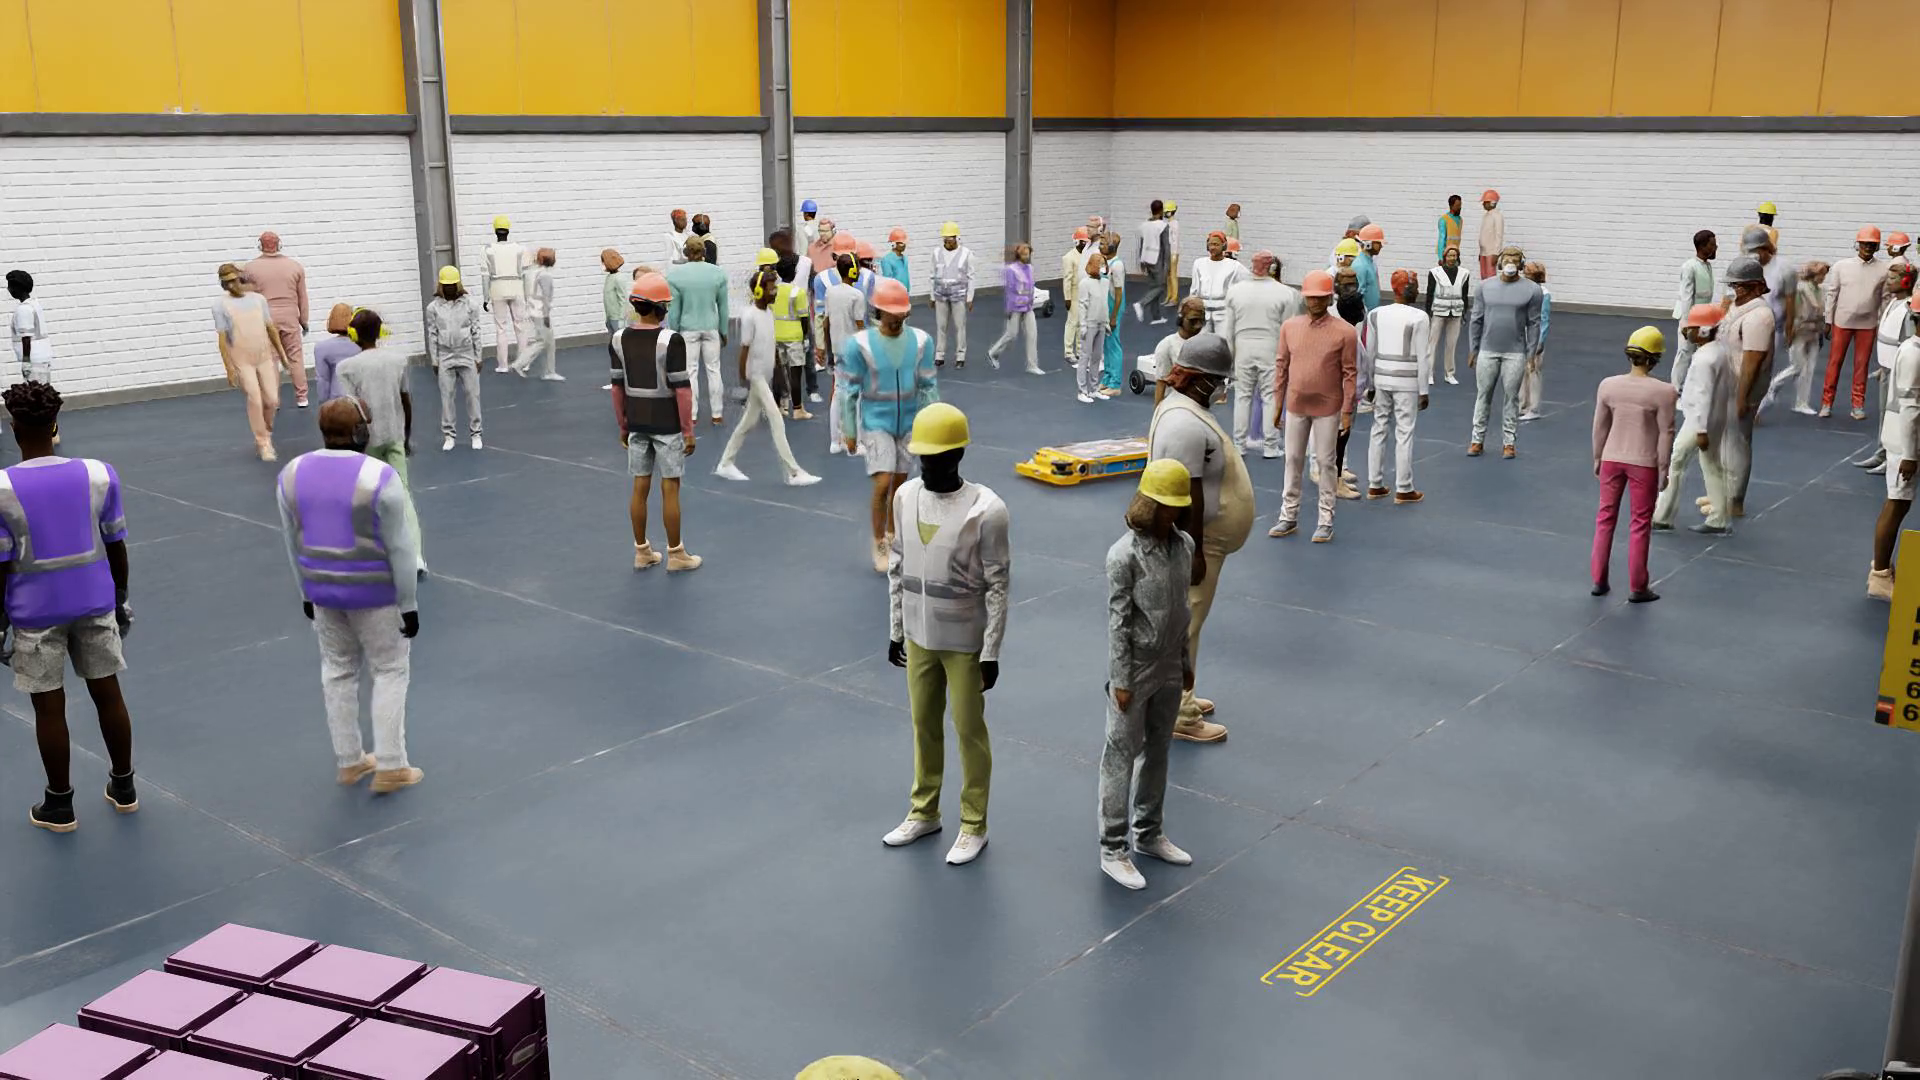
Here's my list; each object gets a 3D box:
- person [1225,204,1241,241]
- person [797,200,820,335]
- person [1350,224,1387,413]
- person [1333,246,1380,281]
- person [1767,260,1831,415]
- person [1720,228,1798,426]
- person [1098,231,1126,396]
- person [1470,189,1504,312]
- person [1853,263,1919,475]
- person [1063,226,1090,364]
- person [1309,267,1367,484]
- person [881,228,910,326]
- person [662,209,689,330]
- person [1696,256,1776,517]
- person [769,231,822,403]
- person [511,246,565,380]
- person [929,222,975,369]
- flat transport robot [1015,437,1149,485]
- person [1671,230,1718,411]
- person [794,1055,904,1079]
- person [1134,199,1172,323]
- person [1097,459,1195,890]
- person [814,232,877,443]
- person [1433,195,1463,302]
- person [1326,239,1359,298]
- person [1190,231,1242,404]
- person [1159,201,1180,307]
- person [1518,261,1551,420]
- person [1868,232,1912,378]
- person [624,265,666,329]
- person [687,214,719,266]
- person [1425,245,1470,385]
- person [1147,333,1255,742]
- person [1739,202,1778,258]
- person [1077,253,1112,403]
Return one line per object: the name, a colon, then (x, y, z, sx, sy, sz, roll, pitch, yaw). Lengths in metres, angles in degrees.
person: (4.855, -5.185, 29.741, 0.279, 1.624, 0.494, 6, 15, 23)
person: (-2.145, -3.946, 24.131, 0.385, 1.948, 0.603, 9, 17, 33)
person: (4.289, -2.348, 17.672, 0.407, 1.986, 0.615, 5, 15, 20)
person: (4.783, -2.913, 20.087, 0.402, 1.906, 0.652, -12, 18, -40)
person: (8.889, -2.148, 17.594, 0.548, 1.622, 0.489, -7, 16, -26)
person: (8.045, -2.184, 16.900, 0.699, 2.000, 0.990, 11, 18, 37)
person: (1.678, -2.542, 18.730, 0.342, 1.846, 0.509, -3, 14, -10)
person: (8.494, -4.625, 26.754, 0.400, 1.989, 0.623, -1, 14, -5)
person: (8.163, -1.480, 14.481, 0.396, 1.847, 0.565, 3, 14, 14)
person: (1.549, -3.137, 21.314, 0.350, 1.743, 0.563, 12, 18, 39)
person: (3.225, -1.396, 14.148, 0.506, 1.846, 0.351, -5, 15, -21)
person: (-0.772, -3.014, 20.802, 0.342, 1.748, 0.573, 6, 15, 23)
person: (-3.832, -3.578, 22.793, 0.355, 1.883, 0.573, 5, 15, 20)
person: (6.035, -1.208, 13.002, 0.535, 2.000, 0.679, 4, 15, 15)
person: (-1.822, -2.442, 18.277, 0.670, 1.880, 0.398, 3, 14, 10)
person: (-5.026, -2.664, 19.676, 0.567, 1.610, 0.532, -3, 14, -14)
person: (-0.111, -3.047, 20.771, 0.592, 1.834, 0.404, 5, 15, 18)
flat transport robot: (1.253, -0.708, 14.590, 1.431, 0.197, 0.652, -9, 17, -33)
person: (7.849, -2.349, 17.802, 0.392, 1.922, 0.588, 12, 18, 39)
person: (-0.076, 1.591, 2.545, 0.816, 1.679, 0.565, -6, 15, -24)
person: (2.940, -4.230, 25.360, 0.678, 1.902, 0.607, -9, 17, -32)
person: (0.783, 0.524, 6.695, 0.483, 1.738, 0.313, -13, 19, -42)
person: (-1.075, -1.919, 15.874, 0.619, 2.029, 0.409, -5, 15, -19)
person: (7.814, -4.554, 26.620, 0.594, 1.917, 0.373, -13, 19, -43)
person: (4.100, -2.328, 17.928, 0.404, 1.823, 0.591, 12, 19, 40)
person: (2.782, -2.434, 18.223, 0.574, 1.883, 0.355, 6, 15, 23)
person: (3.509, -4.794, 27.911, 0.339, 1.761, 0.524, -3, 14, -13)
person: (5.902, -2.061, 17.228, 0.310, 1.636, 0.523, -3, 14, -13)
person: (11.221, -2.828, 20.054, 0.328, 1.753, 0.560, 13, 19, 41)
person: (-3.213, -2.024, 17.130, 0.530, 1.615, 0.634, 9, 17, 33)
person: (-3.461, -3.464, 22.421, 0.429, 1.844, 0.626, -5, 15, -19)
person: (5.712, -2.639, 19.533, 0.523, 1.639, 0.309, -1, 14, -5)
person: (1.194, -0.032, 8.304, 0.535, 2.000, 0.674, 0, 14, 1)
person: (11.487, -3.886, 23.938, 0.383, 1.923, 0.590, -6, 15, -23)
person: (1.487, -2.344, 18.364, 0.278, 1.634, 0.498, 13, 19, 41)
